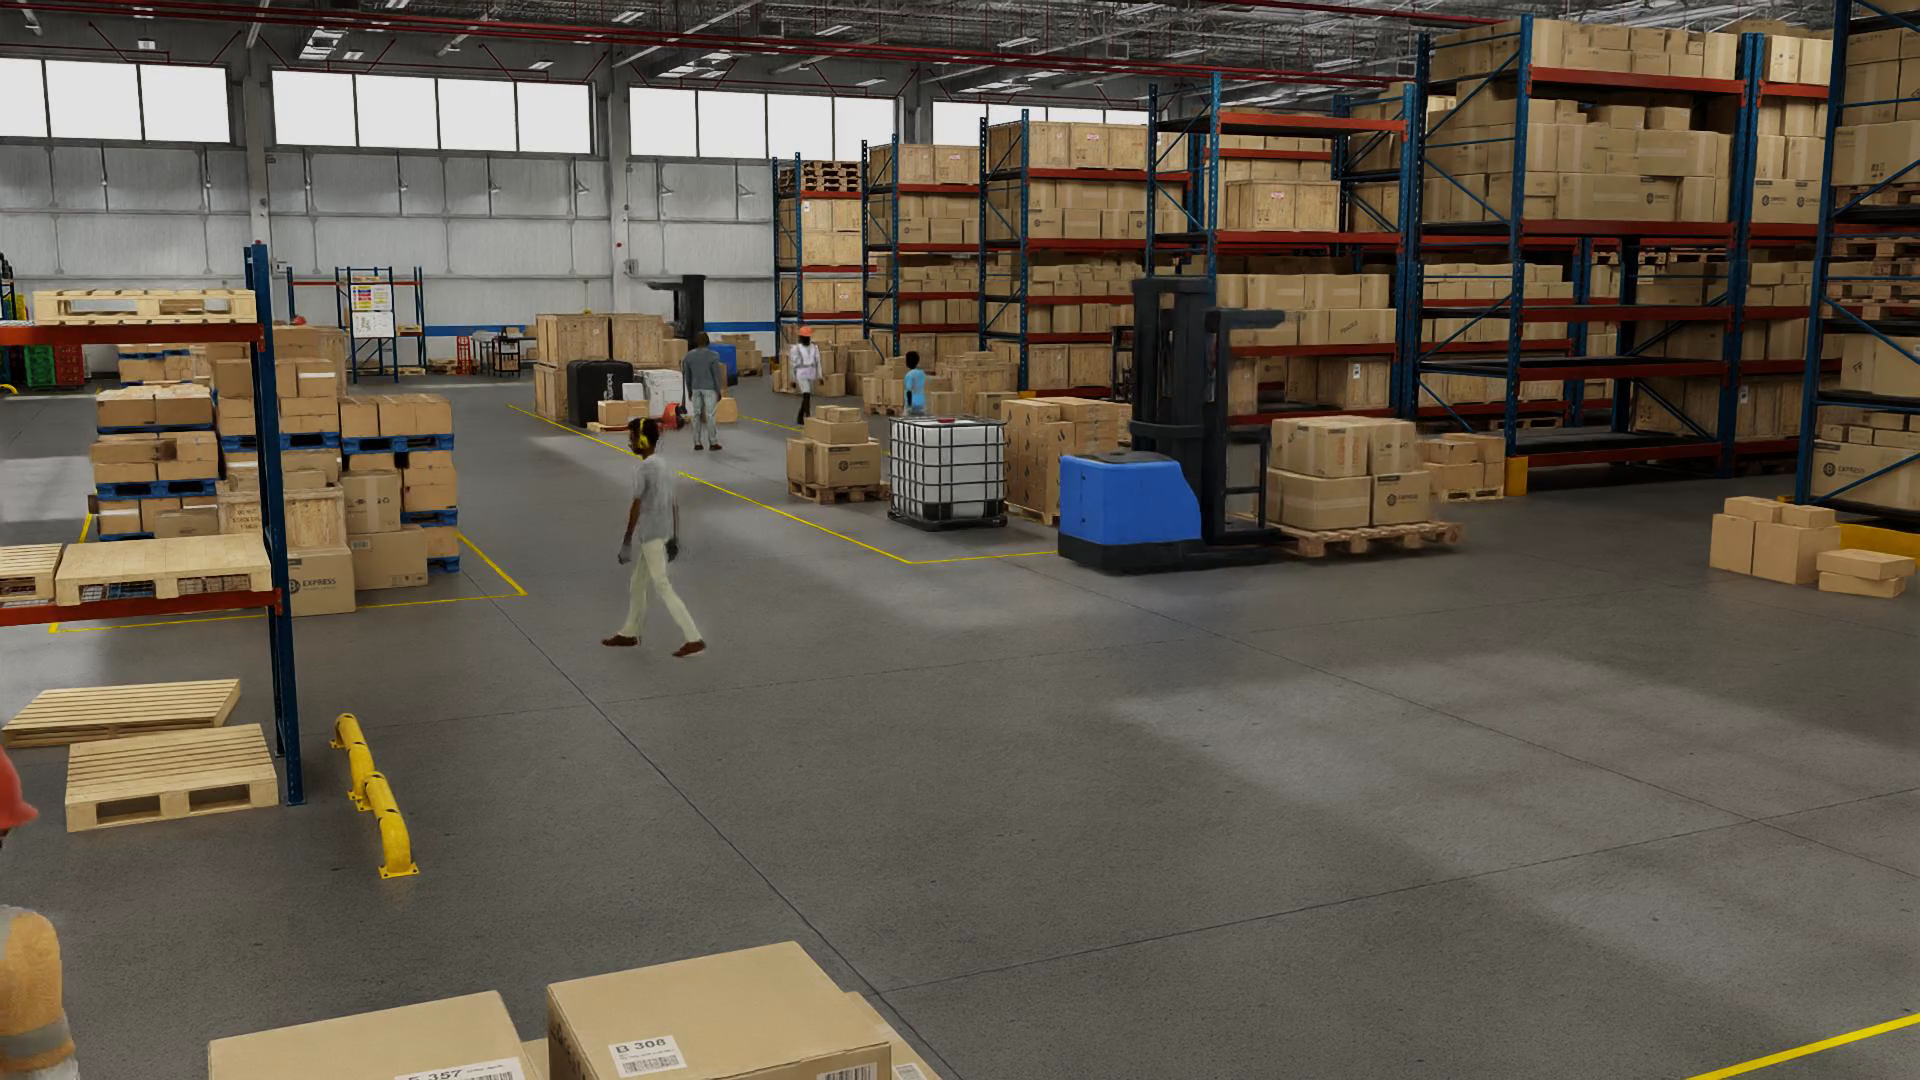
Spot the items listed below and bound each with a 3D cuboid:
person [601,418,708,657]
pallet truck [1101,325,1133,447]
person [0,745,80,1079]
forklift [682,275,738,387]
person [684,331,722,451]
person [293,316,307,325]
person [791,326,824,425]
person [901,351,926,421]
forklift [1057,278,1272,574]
[{"bbox_3d":[-2.324,-0.017,12.553,0.961,1.810,0.537,2,9,14],"label":"person"},{"bbox_3d":[2.881,-2.596,27.923,0.823,1.965,1.885,-1,9,-7],"label":"pallet truck"},{"bbox_3d":[-2.215,1.373,3.618,0.556,1.902,0.888,1,9,5],"label":"person"},{"bbox_3d":[-6.596,-5.213,41.430,1.873,2.768,1.129,-4,10,-25],"label":"forklift"},{"bbox_3d":[-4.149,-2.410,26.958,0.629,1.940,0.373,2,9,15],"label":"person"},{"bbox_3d":[-14.955,-4.080,37.431,1.062,1.921,0.623,6,11,32],"label":"person"},{"bbox_3d":[-2.901,-3.067,31.181,0.545,1.898,0.958,-6,11,-34],"label":"person"},{"bbox_3d":[-0.667,-2.139,26.085,0.720,1.674,0.535,6,11,31],"label":"person"},{"bbox_3d":[2.003,-1.168,16.334,1.873,2.768,1.129,-4,10,-25],"label":"forklift"}]
